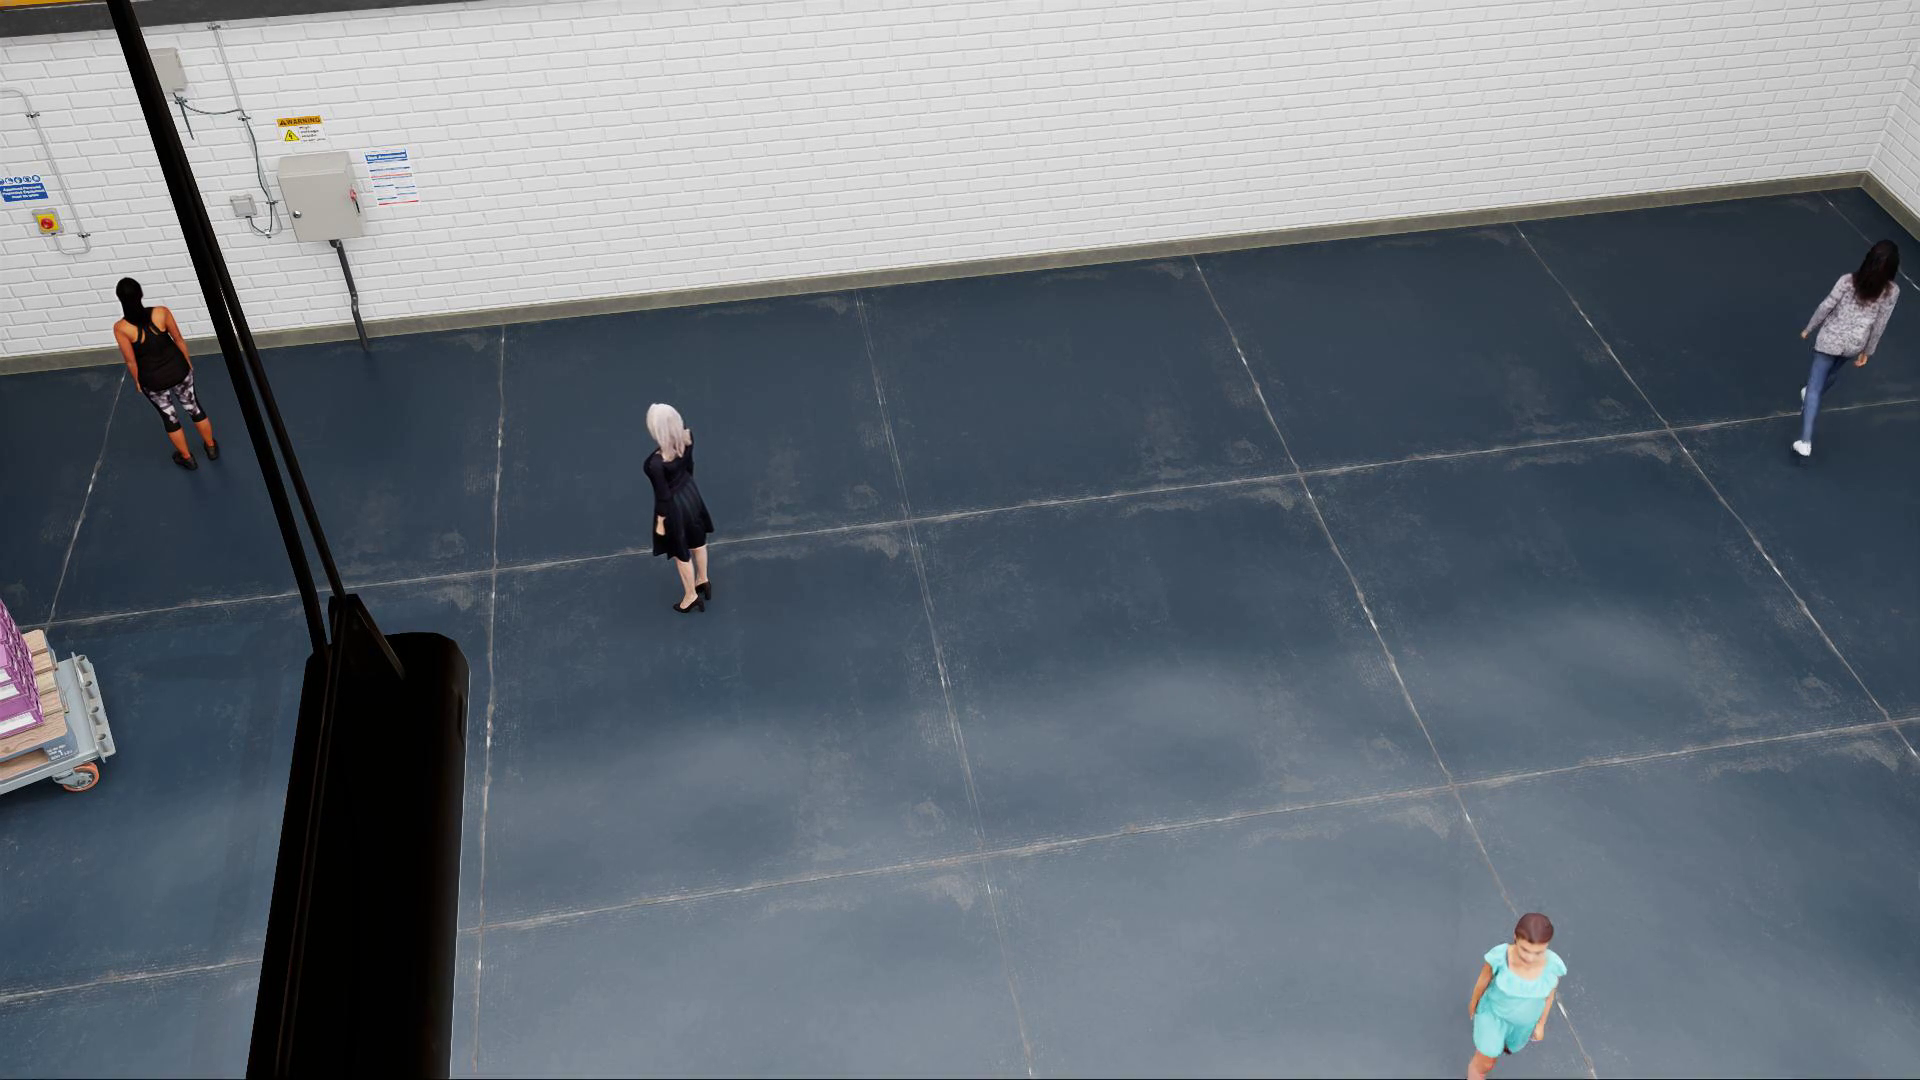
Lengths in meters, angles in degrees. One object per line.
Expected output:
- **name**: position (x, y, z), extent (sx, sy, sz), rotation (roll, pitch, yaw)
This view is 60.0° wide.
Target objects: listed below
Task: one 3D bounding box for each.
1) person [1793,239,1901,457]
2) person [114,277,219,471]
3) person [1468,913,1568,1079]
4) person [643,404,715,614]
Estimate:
- **person**: position (6.476, -1.398, 12.250), extent (0.937, 1.694, 1.235), rotation (10, 45, 10)
- **person**: position (-5.791, -1.222, 12.089), extent (0.653, 1.661, 0.669), rotation (-32, 52, -29)
- **person**: position (2.789, 2.336, 8.441), extent (0.760, 1.541, 1.017), rotation (7, 44, 8)
- **person**: position (-1.864, -0.206, 10.960), extent (0.764, 1.747, 0.675), rotation (17, 46, 17)
